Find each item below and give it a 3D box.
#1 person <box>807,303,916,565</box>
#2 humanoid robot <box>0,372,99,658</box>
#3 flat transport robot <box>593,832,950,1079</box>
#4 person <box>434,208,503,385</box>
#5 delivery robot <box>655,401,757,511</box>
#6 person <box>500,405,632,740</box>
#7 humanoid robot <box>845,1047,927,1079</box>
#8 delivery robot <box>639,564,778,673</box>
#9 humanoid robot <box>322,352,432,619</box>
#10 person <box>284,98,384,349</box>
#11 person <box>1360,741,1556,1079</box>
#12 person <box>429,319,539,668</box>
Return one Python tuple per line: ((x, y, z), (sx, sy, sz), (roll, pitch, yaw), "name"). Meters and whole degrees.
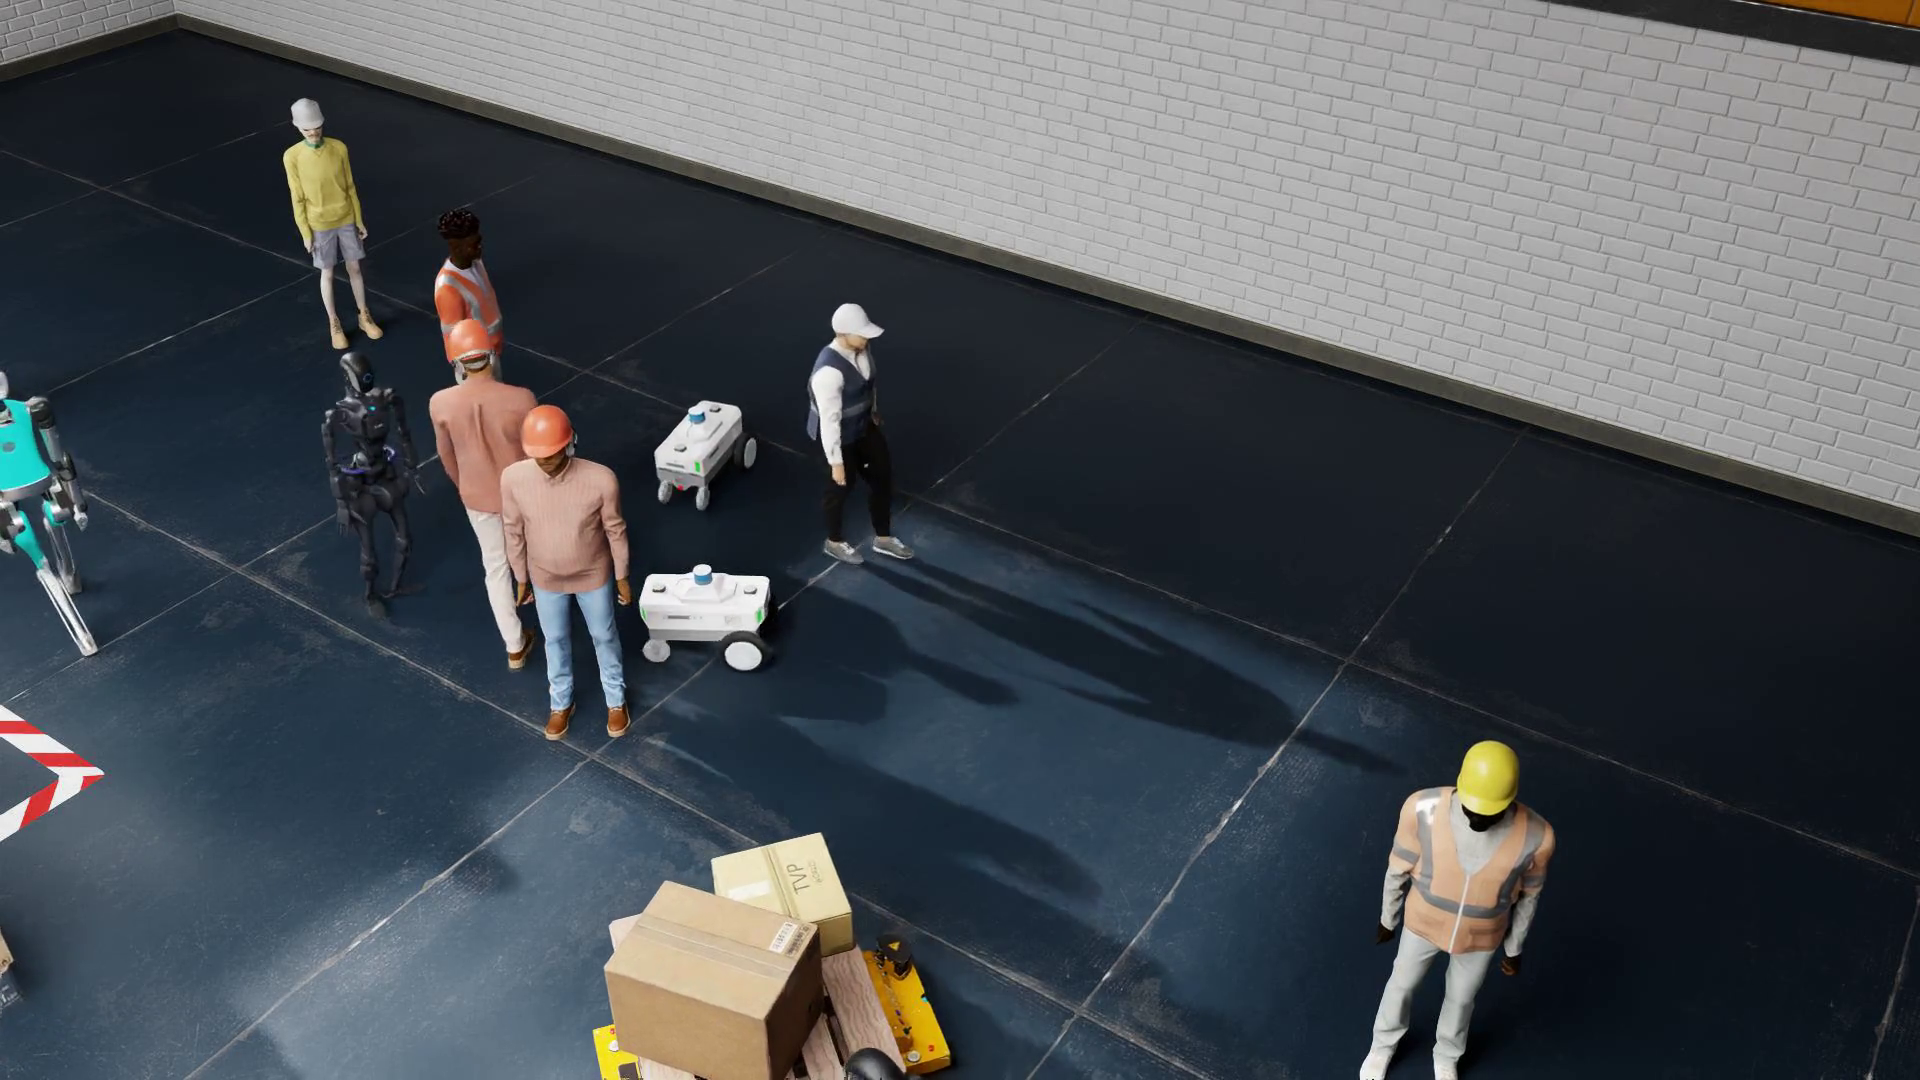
((-0.583, -0.576, 9.801), (0.661, 1.738, 0.764), (19, 39, 25), "person")
((-5.267, -0.249, 9.387), (0.532, 1.779, 1.034), (-22, 41, -28), "humanoid robot")
((-0.820, 2.161, 7.176), (1.431, 0.231, 0.659), (-11, 37, -16), "flat transport robot")
((-3.032, -1.172, 10.472), (0.378, 1.961, 0.604), (0, 35, 1), "person")
((-1.686, -0.605, 10.882), (0.499, 0.599, 0.774), (11, 36, 15), "delivery robot")
((-1.990, 0.177, 8.507), (0.610, 1.995, 0.383), (-1, 35, -1), "person")
((-0.211, 2.359, 5.689), (0.470, 1.655, 0.610), (23, 41, 29), "humanoid robot")
((-1.415, 0.417, 9.435), (0.818, 0.614, 0.499), (1, 35, 2), "delivery robot")
((-3.345, -0.317, 9.502), (0.320, 1.643, 0.602), (24, 42, 30), "humanoid robot")
((-4.602, -2.322, 12.170), (0.487, 1.888, 0.396), (-24, 41, -30), "person")
((1.967, 1.536, 6.623), (0.589, 1.925, 0.383), (11, 36, 15), "person")
((-2.540, -0.304, 9.246), (0.628, 1.925, 0.984), (-4, 35, -5), "person")
